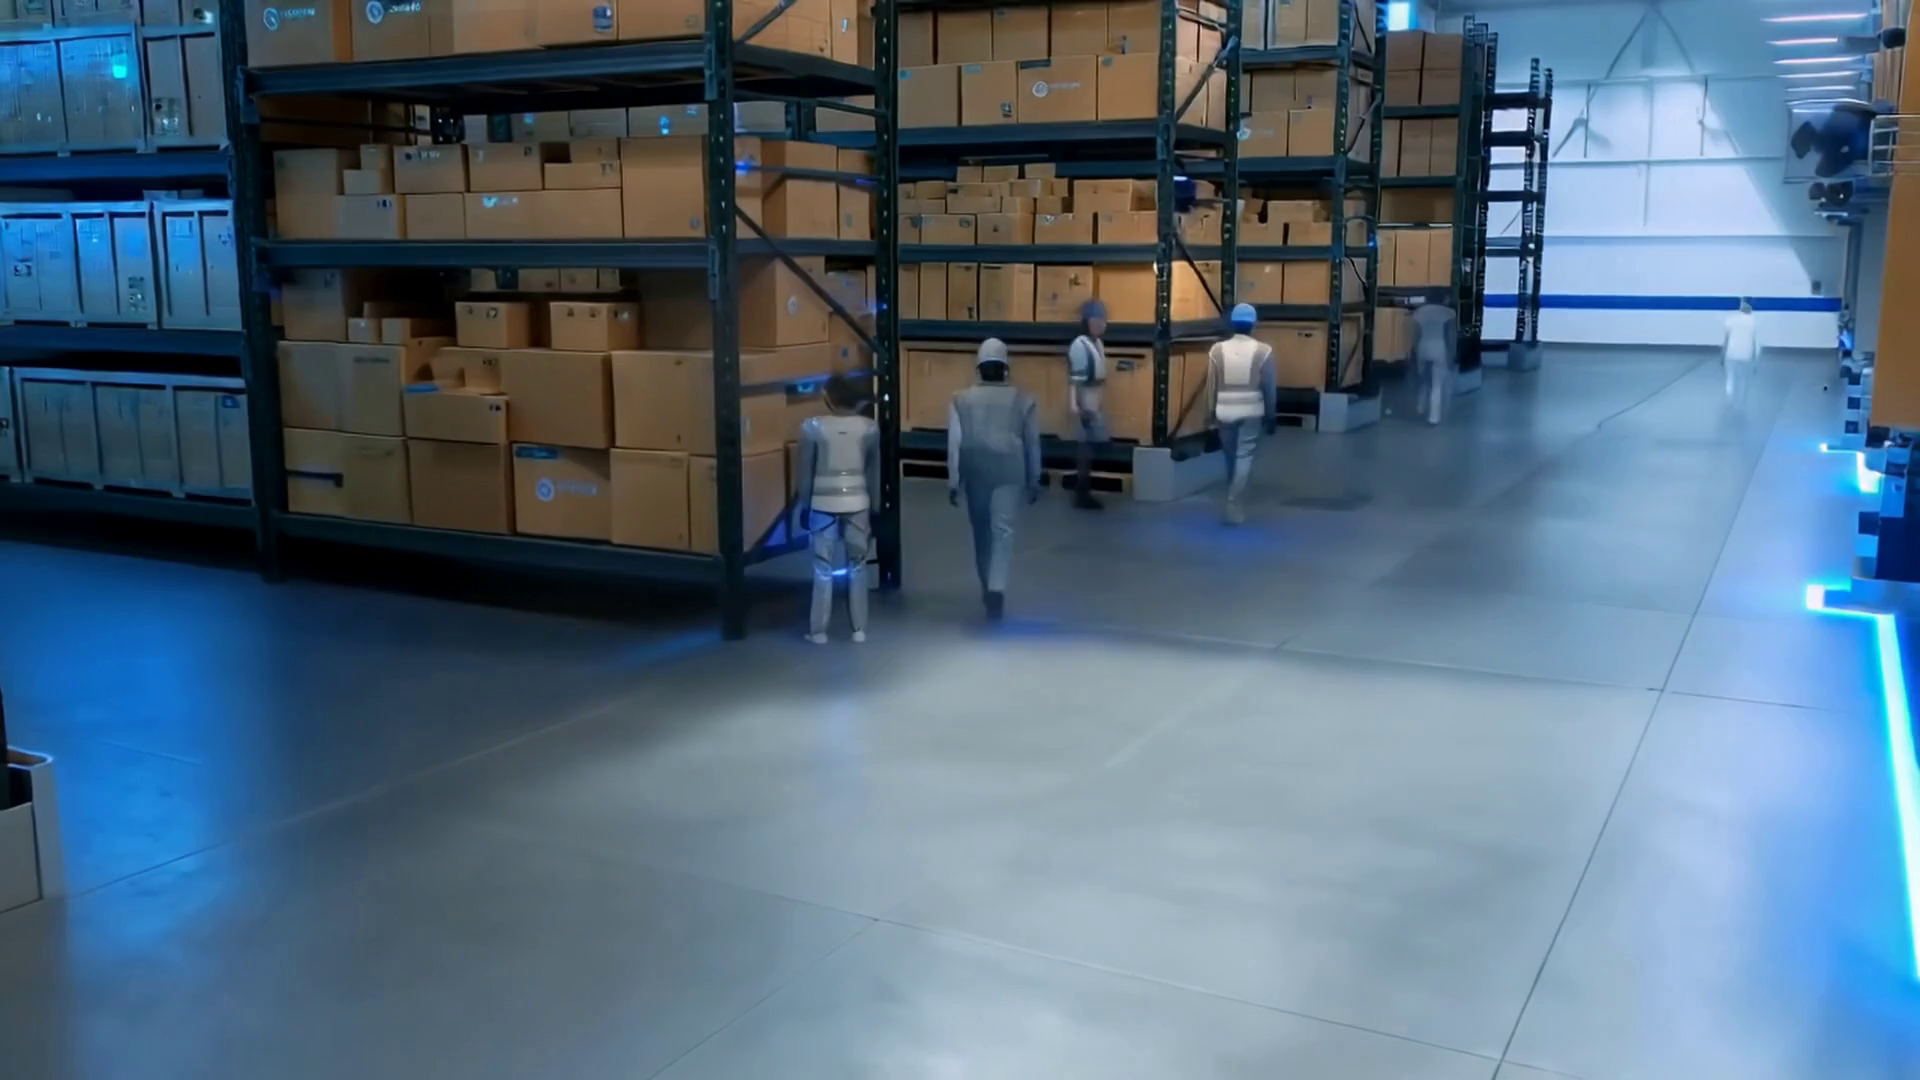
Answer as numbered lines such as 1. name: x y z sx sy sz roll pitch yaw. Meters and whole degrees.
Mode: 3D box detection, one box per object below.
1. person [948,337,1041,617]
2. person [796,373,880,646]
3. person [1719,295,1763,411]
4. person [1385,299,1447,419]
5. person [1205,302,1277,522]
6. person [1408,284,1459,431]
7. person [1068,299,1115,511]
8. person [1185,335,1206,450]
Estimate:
1. person: 0.221 -0.419 10.814 0.602 1.796 0.897 1 10 8
2. person: -0.716 -0.176 9.884 0.519 1.631 0.318 -4 10 -21
3. person: 11.430 -2.728 24.371 0.560 1.725 0.671 5 11 25
4. person: 6.531 -2.562 23.581 0.508 1.670 1.009 -5 11 -28
5. person: 2.453 -1.133 14.610 0.624 1.909 0.944 5 11 26
6. person: 6.220 -2.389 21.867 0.639 1.922 0.469 7 12 34
7. person: 1.183 -1.214 15.048 0.397 1.920 0.559 5 11 28
8. person: 2.501 -1.749 18.561 0.999 1.785 0.631 3 10 19
